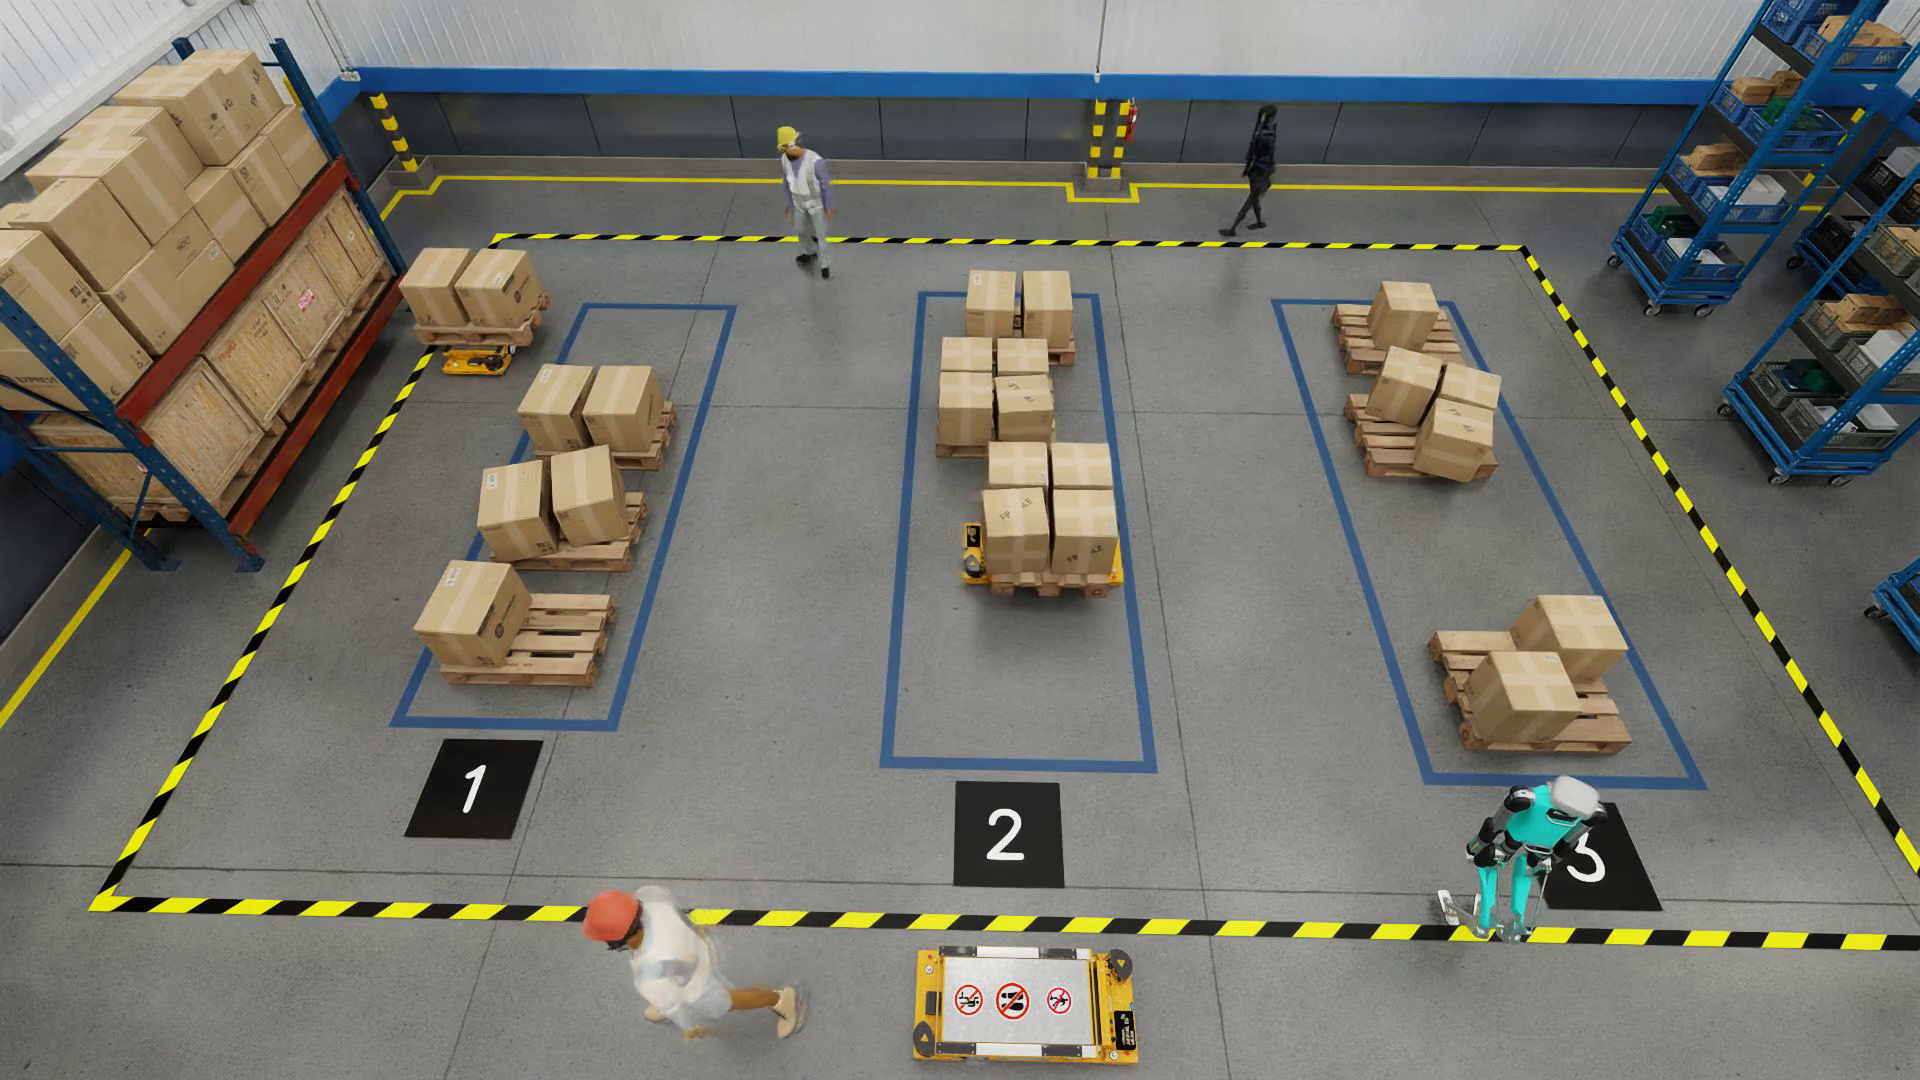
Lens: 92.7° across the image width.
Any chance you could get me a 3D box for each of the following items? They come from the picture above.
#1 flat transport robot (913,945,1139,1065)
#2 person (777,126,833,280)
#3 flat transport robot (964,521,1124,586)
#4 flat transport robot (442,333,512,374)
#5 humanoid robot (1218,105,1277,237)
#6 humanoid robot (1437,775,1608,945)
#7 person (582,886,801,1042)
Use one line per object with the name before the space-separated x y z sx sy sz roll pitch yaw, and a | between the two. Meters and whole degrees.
flat transport robot | 0.422 3.041 6.007 1.431 0.231 0.659 1 51 1
person | -1.775 -3.924 10.716 0.665 1.776 0.414 20 54 16
flat transport robot | 0.761 0.091 8.393 1.431 0.197 0.652 1 51 1
flat transport robot | -5.326 -2.424 10.444 0.652 0.197 1.431 1 51 1
humanoid robot | 3.653 -4.532 11.294 0.720 1.625 0.609 -9 51 -7
humanoid robot | 3.480 2.128 5.717 0.533 1.677 0.735 10 51 8
person | -1.545 2.486 5.359 1.000 1.975 0.681 -15 52 -12
